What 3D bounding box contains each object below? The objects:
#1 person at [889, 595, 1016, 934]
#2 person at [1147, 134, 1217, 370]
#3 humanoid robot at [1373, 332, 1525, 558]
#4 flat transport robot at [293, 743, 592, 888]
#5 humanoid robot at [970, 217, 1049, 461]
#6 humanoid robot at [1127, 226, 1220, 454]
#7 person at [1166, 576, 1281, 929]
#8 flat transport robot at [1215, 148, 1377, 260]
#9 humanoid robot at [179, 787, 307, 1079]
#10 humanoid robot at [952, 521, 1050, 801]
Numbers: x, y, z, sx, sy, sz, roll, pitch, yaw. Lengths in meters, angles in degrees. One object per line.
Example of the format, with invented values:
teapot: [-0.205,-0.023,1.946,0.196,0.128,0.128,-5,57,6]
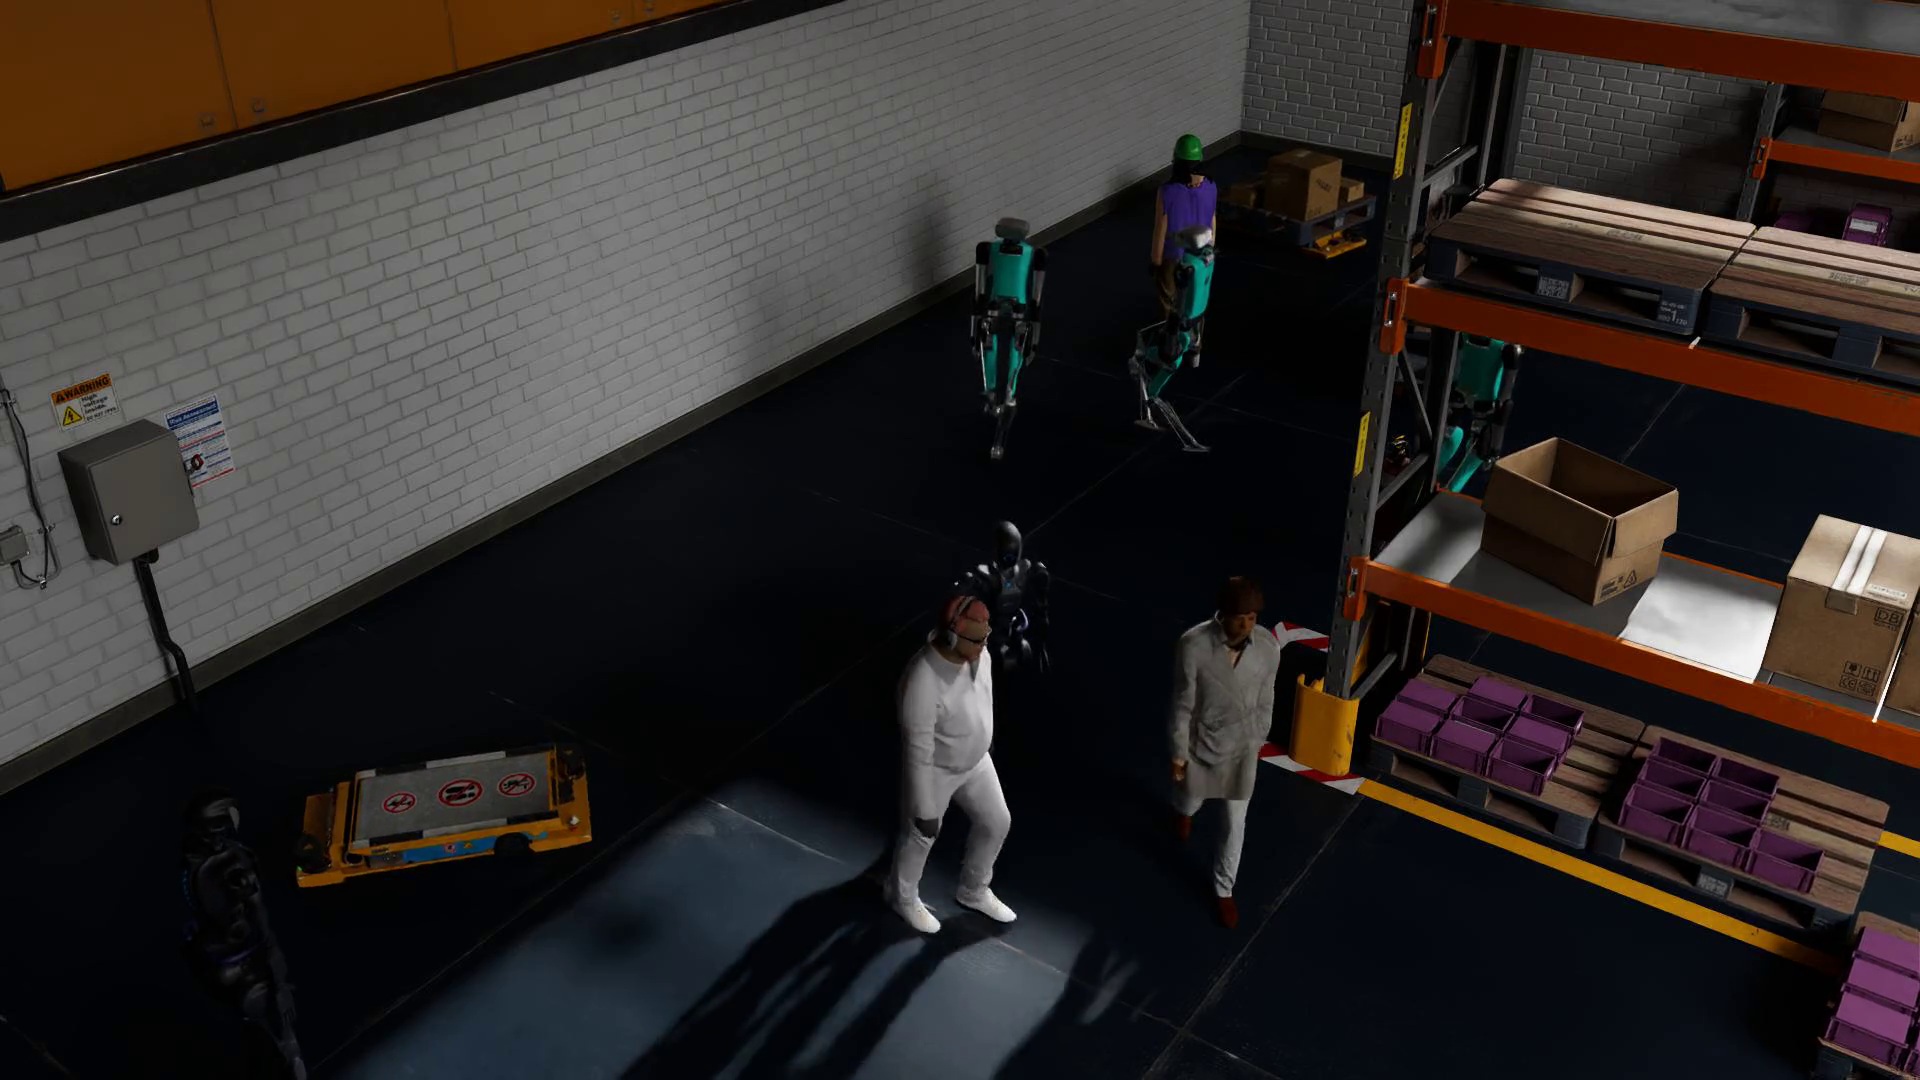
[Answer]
person: [-0.020,1.049,7.614,0.718,1.871,0.698,17,34,27]
person: [1.786,-2.289,13.347,0.544,1.929,0.413,-9,31,-15]
humanoid robot: [3.048,-0.578,10.620,0.899,1.805,0.547,-19,35,-29]
flat transport robot: [-2.651,1.410,8.593,1.431,0.231,0.659,-7,31,-12]
humanoid robot: [0.299,-1.368,11.967,0.550,1.727,0.999,6,30,10]
humanoid robot: [1.491,-1.462,12.099,0.932,1.757,0.552,18,34,28]
person: [1.223,0.910,7.928,0.511,1.805,0.761,0,30,0]
flat transport robot: [3.225,-3.088,16.397,0.659,0.231,1.431,-25,38,-36]
humanoid robot: [-2.914,1.688,6.713,0.593,1.642,0.328,20,36,31]
humanoid robot: [0.184,0.567,8.713,0.611,1.599,0.824,-9,31,-16]
